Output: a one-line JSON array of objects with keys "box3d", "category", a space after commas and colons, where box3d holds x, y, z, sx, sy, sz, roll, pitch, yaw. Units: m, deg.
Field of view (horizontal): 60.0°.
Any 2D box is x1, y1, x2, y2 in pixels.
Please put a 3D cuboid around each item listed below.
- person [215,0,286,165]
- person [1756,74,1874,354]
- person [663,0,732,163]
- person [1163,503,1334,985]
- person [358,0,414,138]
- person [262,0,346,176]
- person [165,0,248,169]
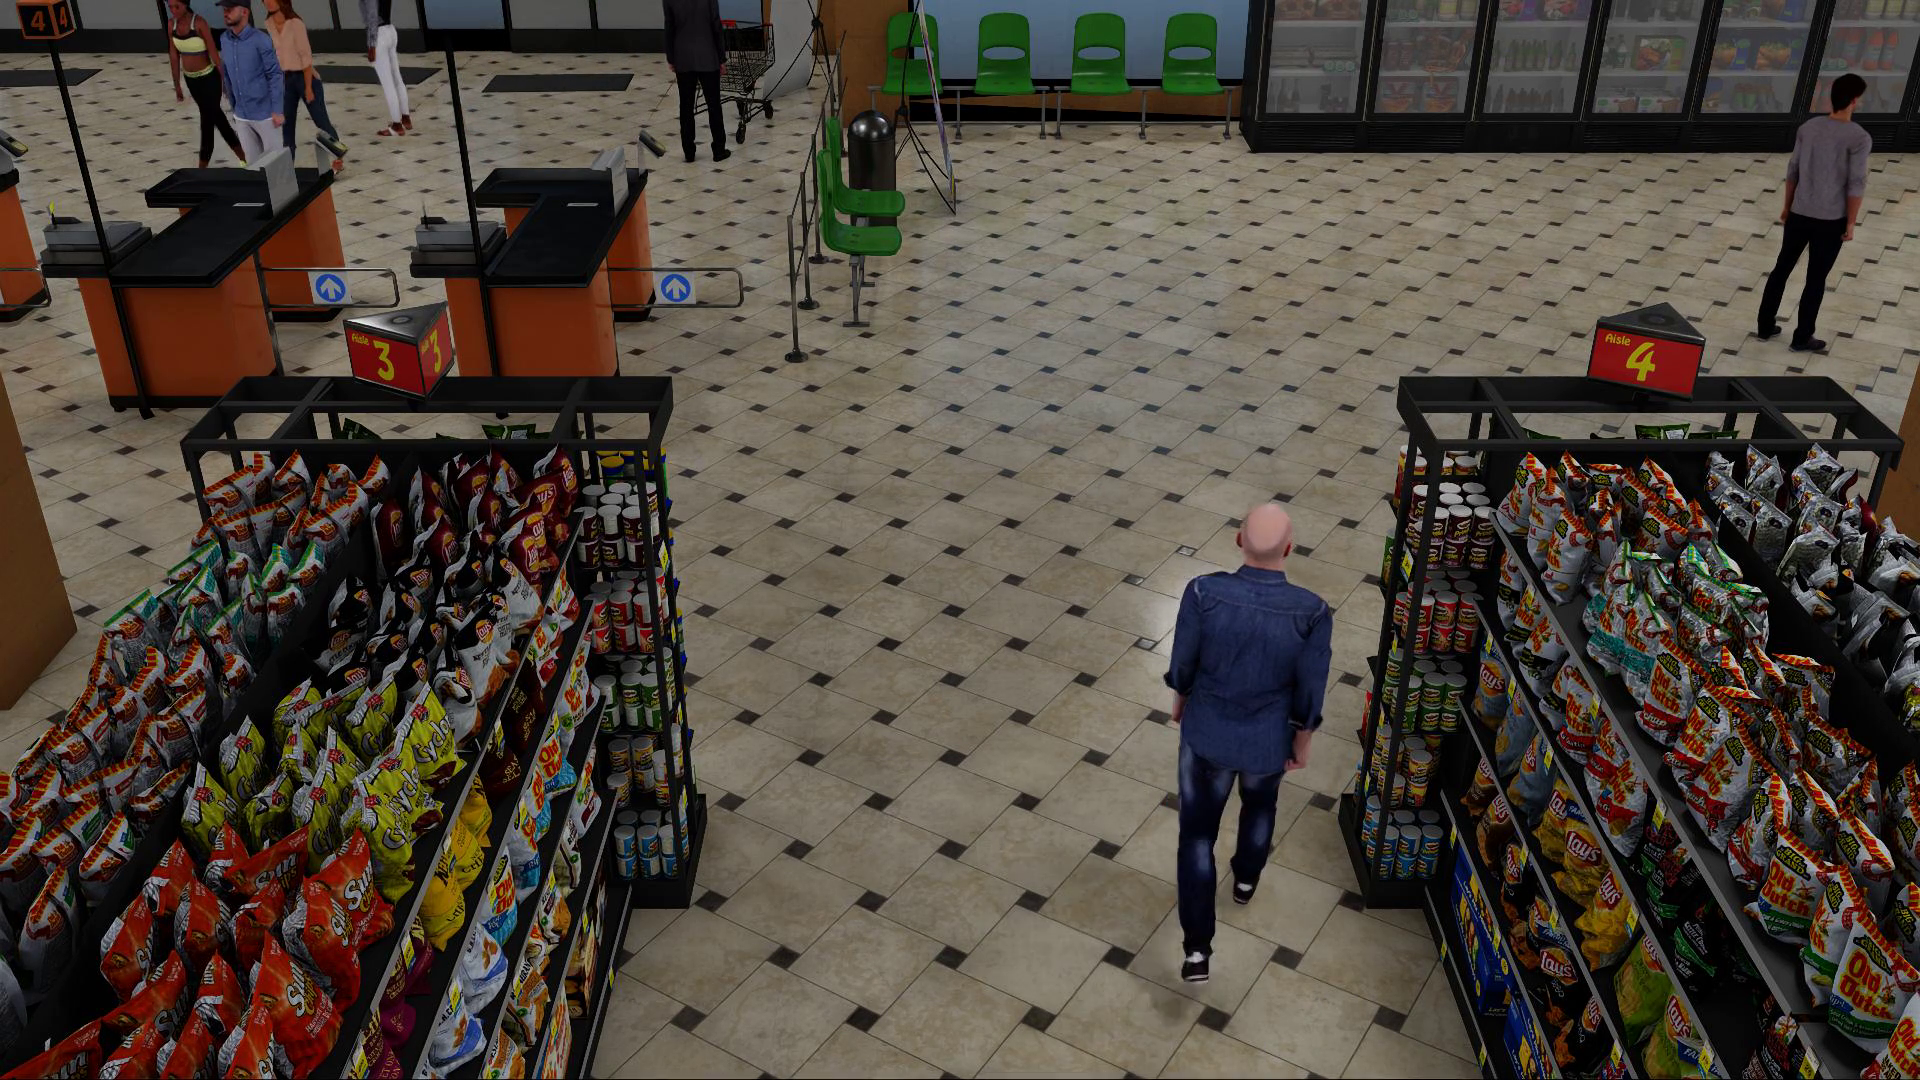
[{"box3d": [-5.678, -3.465, 13.424, 0.726, 1.888, 0.682, 10, 30, 17], "category": "person"}, {"box3d": [5.726, -2.183, 11.125, 0.791, 1.842, 0.670, -18, 33, -29], "category": "person"}, {"box3d": [-2.399, -4.385, 15.158, 0.694, 1.842, 0.572, 0, 29, 0], "category": "person"}, {"box3d": [0.960, 0.747, 5.817, 0.811, 1.785, 1.191, 3, 29, 6], "category": "person"}, {"box3d": [-5.547, -4.772, 15.990, 0.673, 1.724, 0.488, 3, 29, 6], "category": "person"}, {"box3d": [-5.683, -3.957, 14.492, 0.896, 1.729, 1.236, 11, 31, 19], "category": "person"}, {"box3d": [-6.549, -3.975, 14.557, 0.796, 1.697, 1.167, 7, 29, 13], "category": "person"}]
